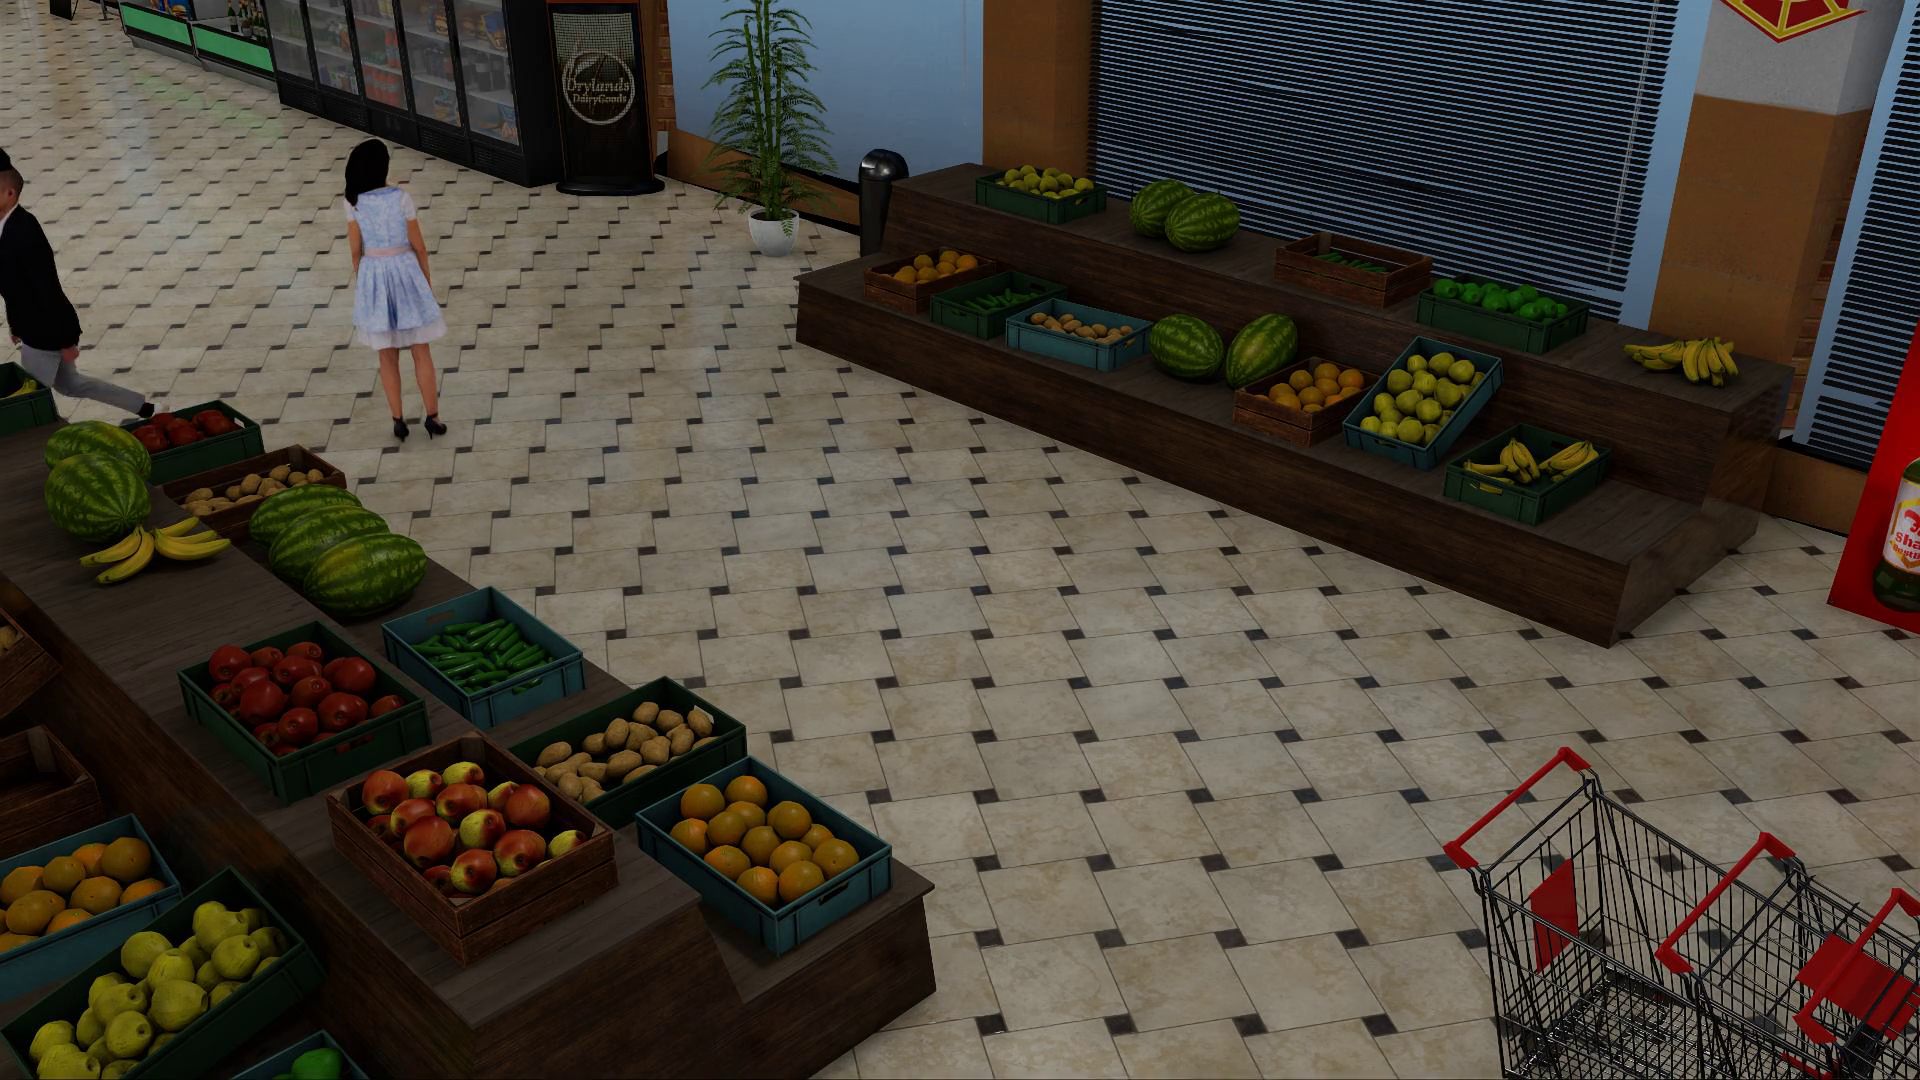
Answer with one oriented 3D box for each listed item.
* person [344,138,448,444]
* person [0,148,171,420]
[{"bbox_3d":[-3.330,-1.451,9.796,0.857,1.816,0.909,-4,27,-7],"label":"person"},{"bbox_3d":[-4.972,-1.168,9.233,0.901,1.822,1.120,-18,32,-32],"label":"person"}]
